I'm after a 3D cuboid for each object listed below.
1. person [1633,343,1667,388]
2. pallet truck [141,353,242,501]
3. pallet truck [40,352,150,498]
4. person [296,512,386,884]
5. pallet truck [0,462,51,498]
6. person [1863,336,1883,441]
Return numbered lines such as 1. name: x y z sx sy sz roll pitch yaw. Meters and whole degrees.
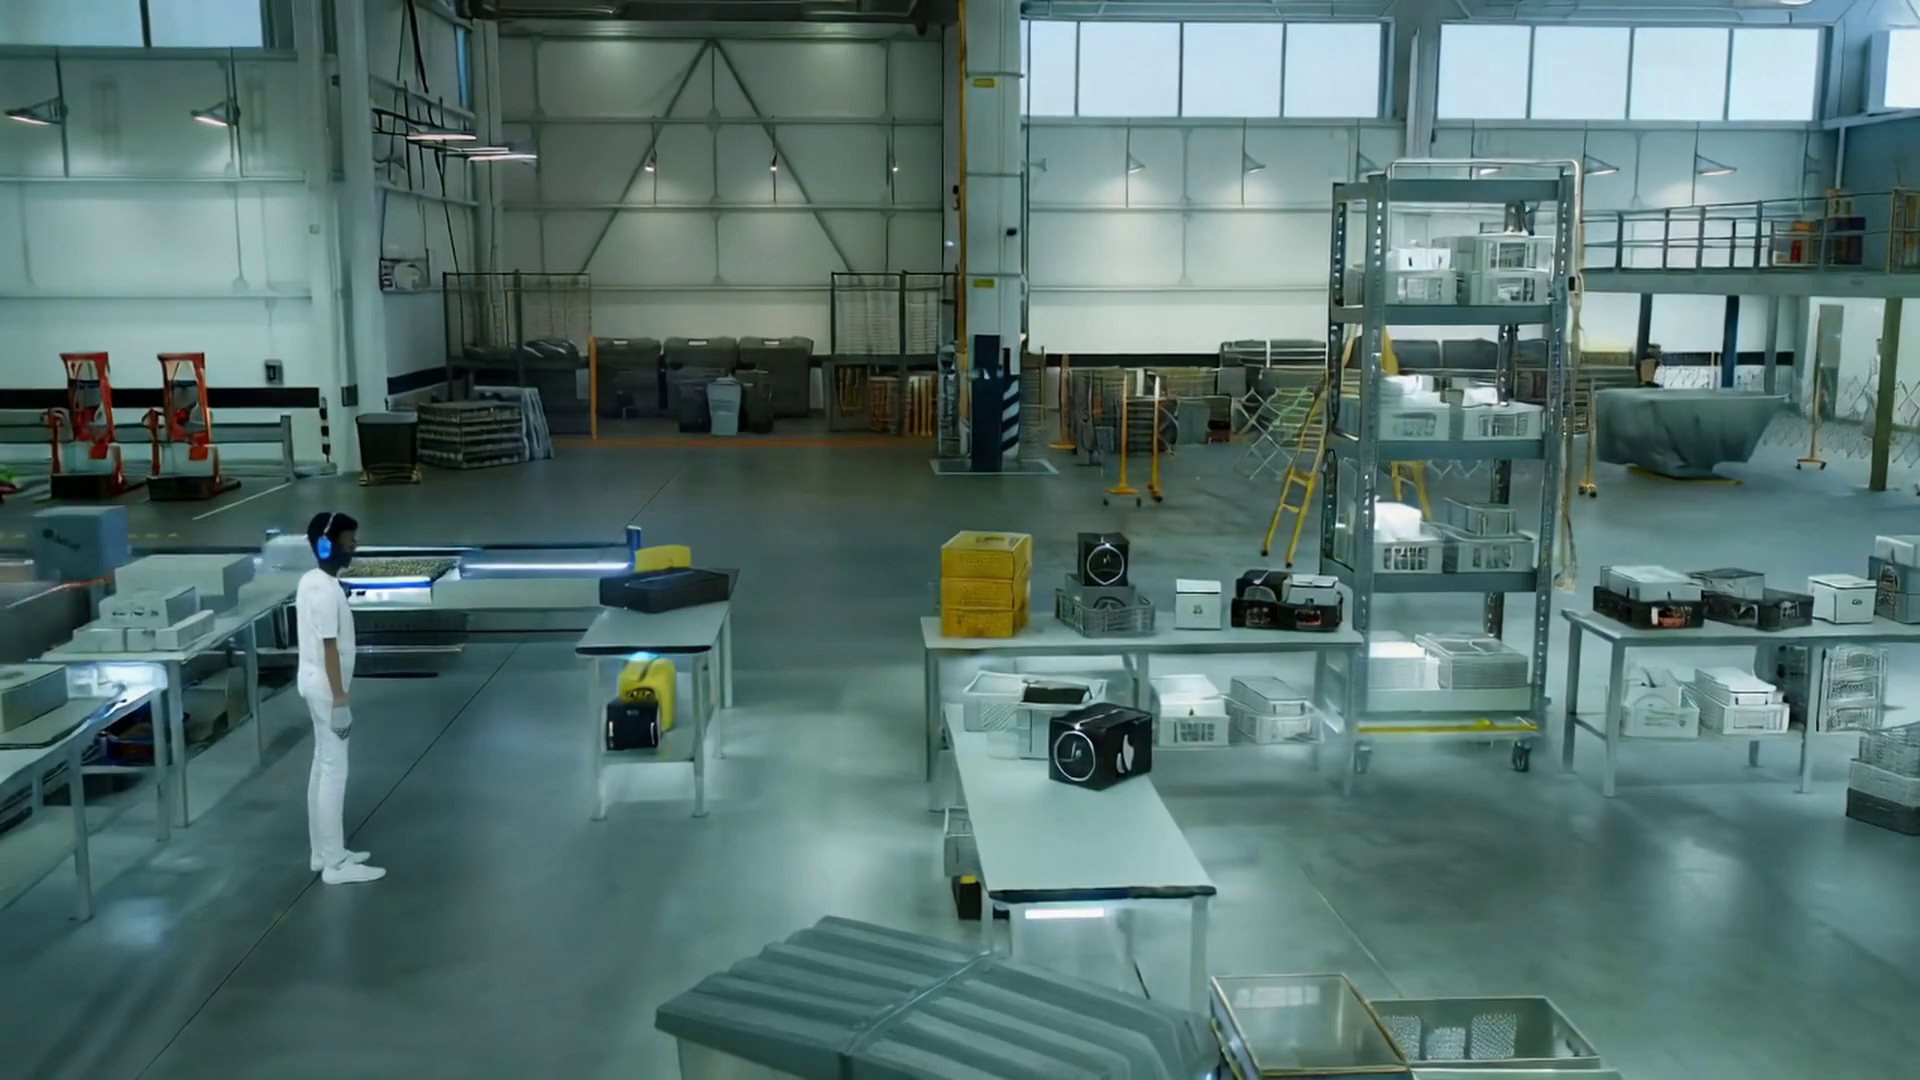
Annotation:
1. person: 11.770 -2.413 28.367 0.361 1.882 0.575 -7 11 -37
2. pallet truck: -10.520 -1.604 22.925 0.823 1.965 1.885 -1 9 -6
3. pallet truck: -11.907 -1.642 23.165 0.823 1.965 1.885 0 9 0
4. person: -3.145 0.783 8.357 0.334 1.864 0.517 -5 10 -30
5. pallet truck: -13.193 -1.293 23.148 0.653 1.274 1.630 -1 9 -4
6. person: 16.866 -2.778 30.517 0.381 1.924 0.593 9 13 44
